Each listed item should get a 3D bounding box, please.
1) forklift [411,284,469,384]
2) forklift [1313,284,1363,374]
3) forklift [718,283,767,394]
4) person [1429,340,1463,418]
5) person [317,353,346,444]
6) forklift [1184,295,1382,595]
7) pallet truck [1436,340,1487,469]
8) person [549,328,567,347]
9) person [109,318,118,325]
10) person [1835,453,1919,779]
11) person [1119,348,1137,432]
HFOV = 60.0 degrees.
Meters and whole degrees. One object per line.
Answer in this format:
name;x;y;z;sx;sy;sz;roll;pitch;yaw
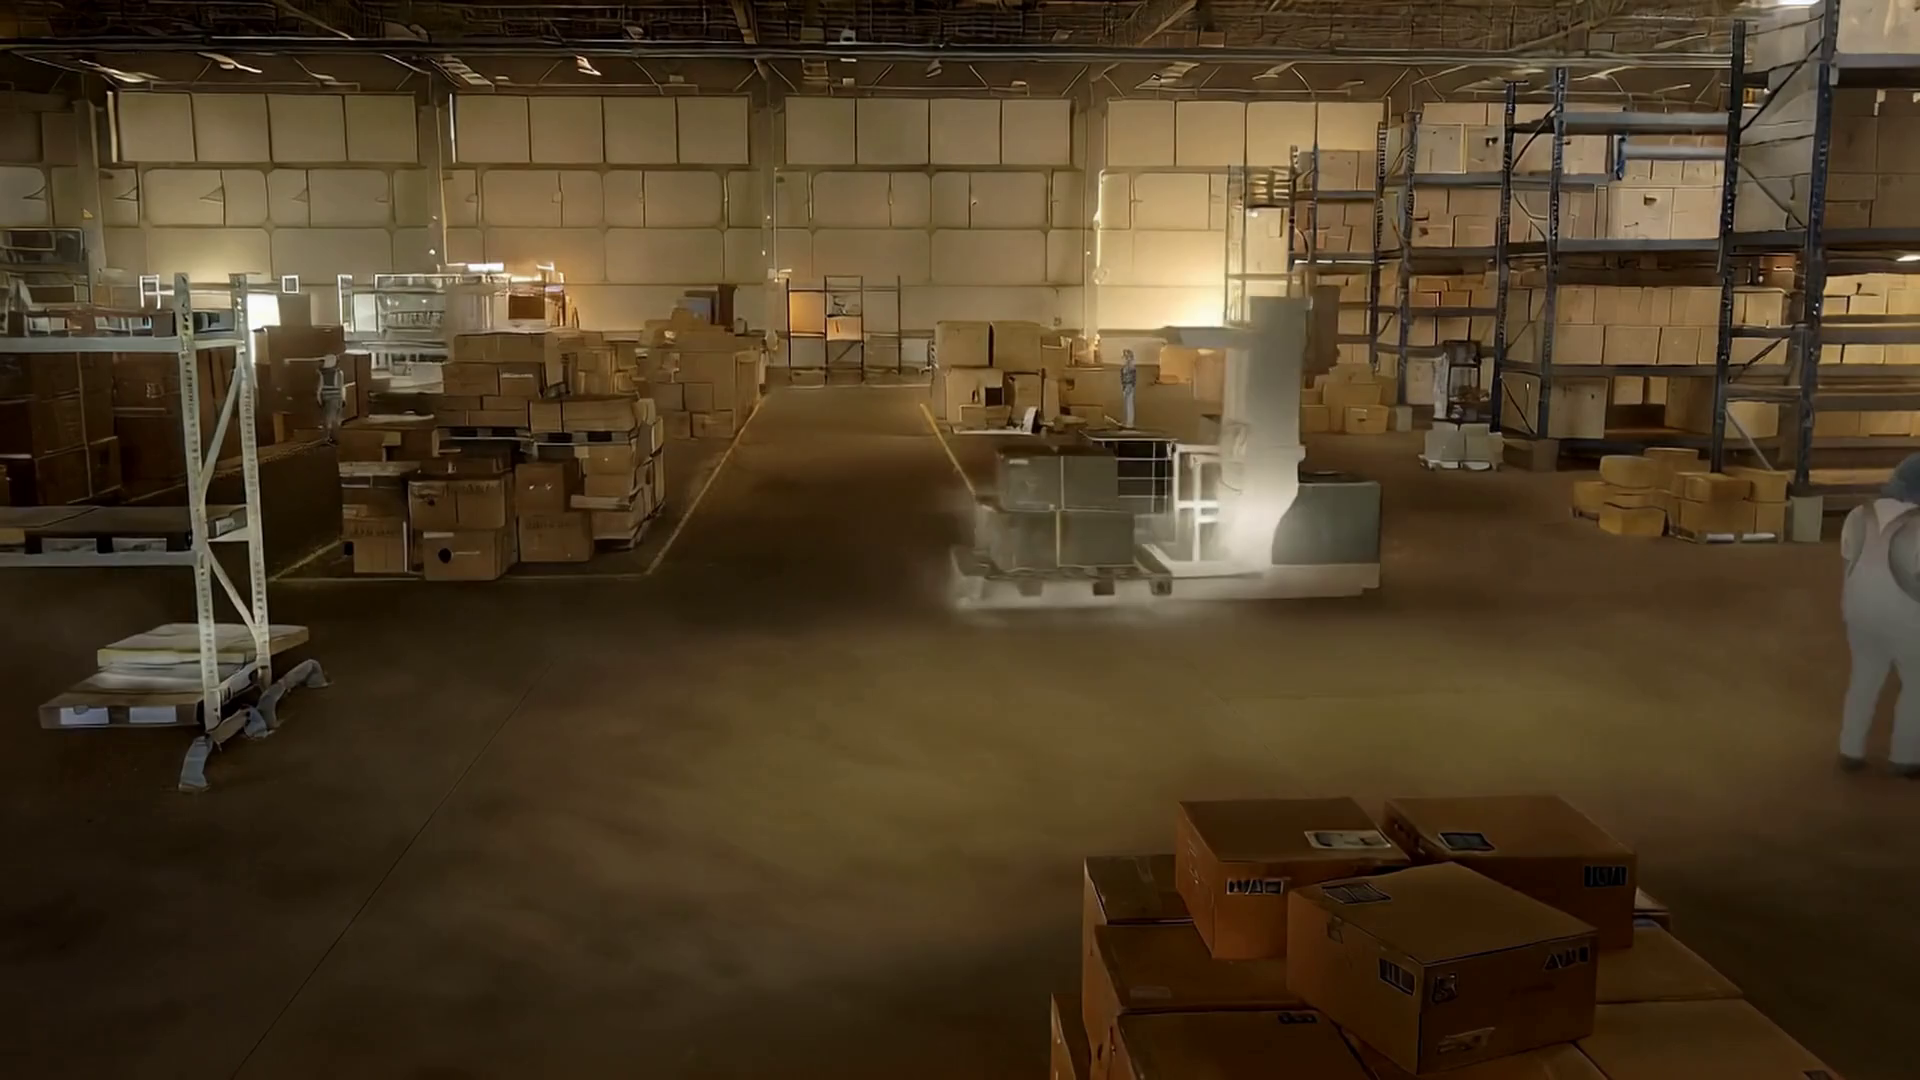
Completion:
forklift;-11.011;-4.207;36.446;1.873;2.768;1.129;-1;9;-4
forklift;7.913;-4.132;35.977;1.873;2.768;1.129;-1;9;-4
forklift;-5.830;-5.051;41.744;1.873;2.768;1.129;-1;9;-4
person;8.930;-2.765;30.658;0.619;1.839;0.430;-3;9;-17
person;-11.231;-2.521;29.751;0.516;1.636;0.314;2;9;9
forklift;3.012;-0.939;15.926;1.873;2.768;1.129;-1;9;-4
pallet truck;8.004;-2.170;26.422;0.823;1.965;1.885;2;9;14
person;-8.422;-3.440;34.582;0.631;1.939;0.370;1;9;6
person;-23.843;-5.377;46.952;0.632;1.889;1.010;6;11;32
person;5.582;0.439;9.903;0.602;2.000;0.724;-4;10;-23
person;3.227;-2.852;31.818;0.309;1.641;0.513;0;9;-2
